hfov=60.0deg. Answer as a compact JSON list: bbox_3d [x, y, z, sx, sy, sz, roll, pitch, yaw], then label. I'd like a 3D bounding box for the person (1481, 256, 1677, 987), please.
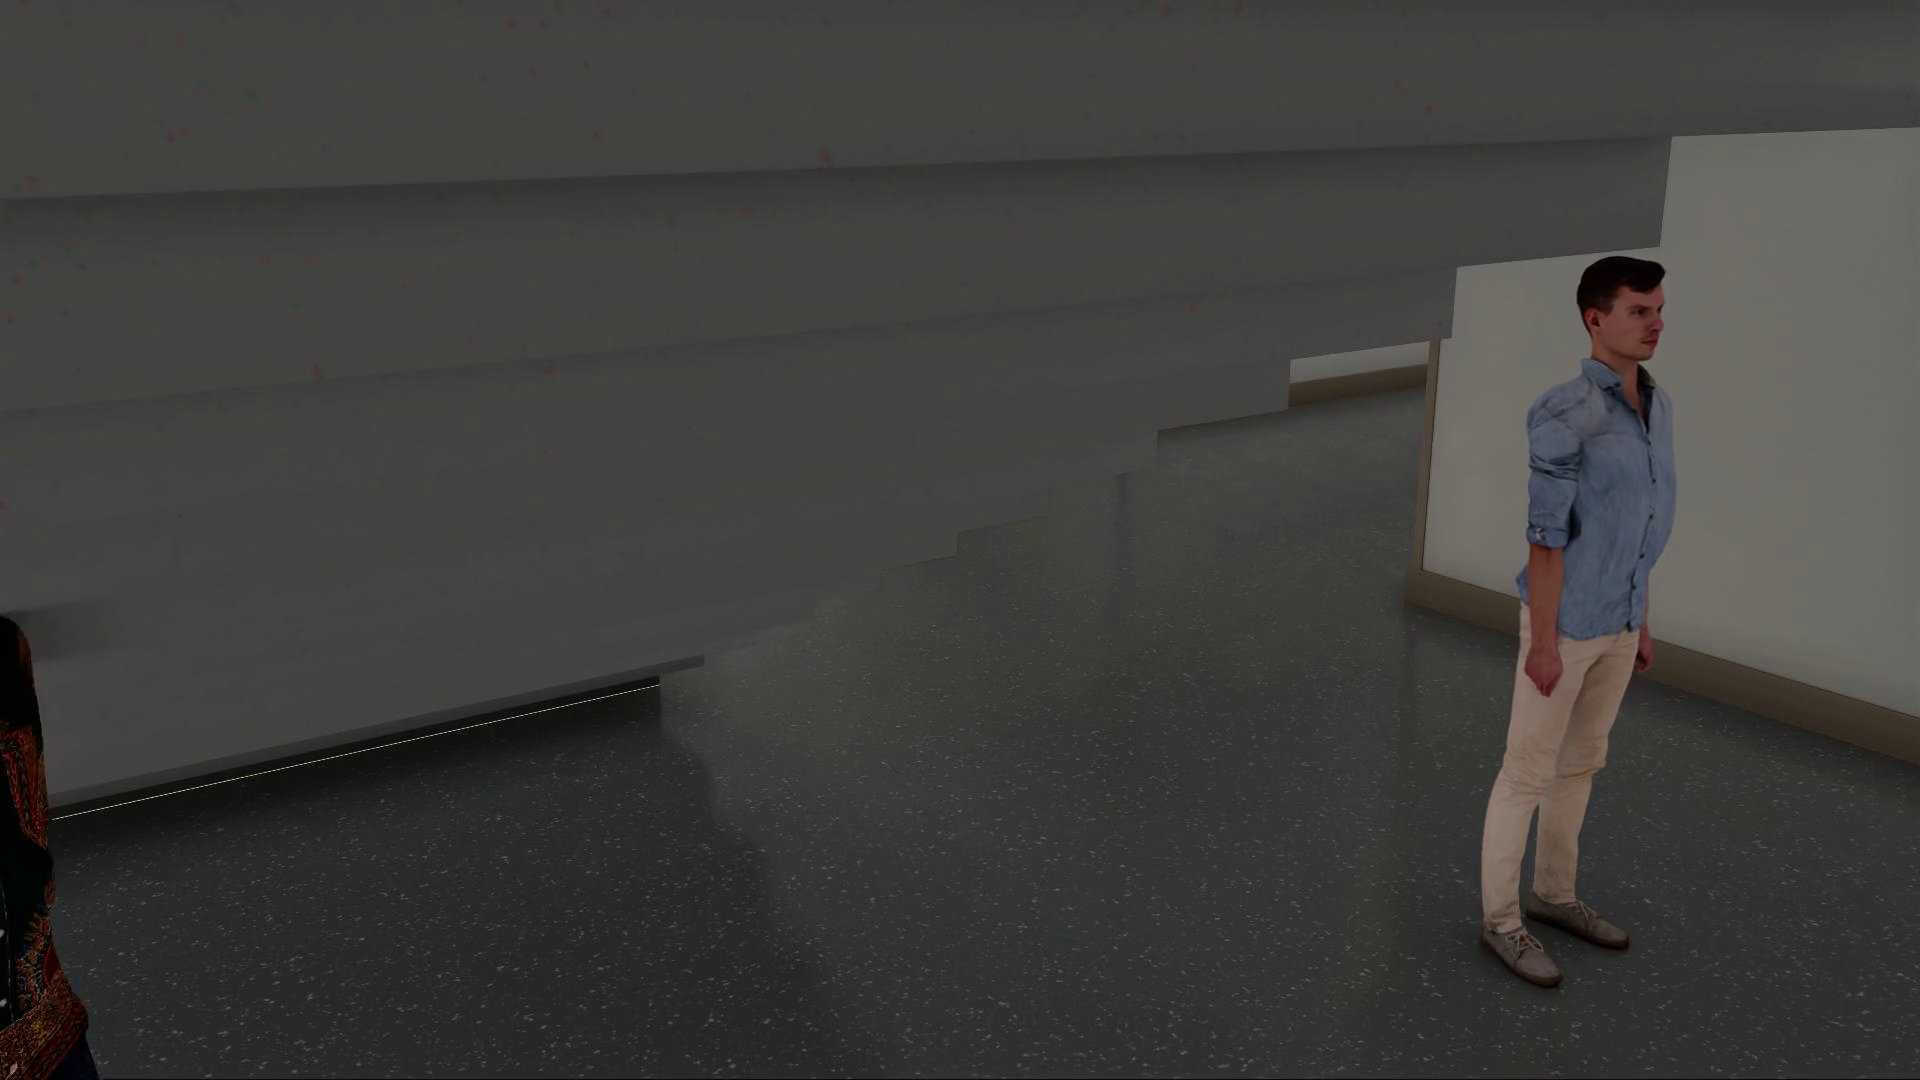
[{"bbox_3d":[1.599,0.194,4.280,0.638,1.847,0.537,-10,19,-32],"label":"person"}]
